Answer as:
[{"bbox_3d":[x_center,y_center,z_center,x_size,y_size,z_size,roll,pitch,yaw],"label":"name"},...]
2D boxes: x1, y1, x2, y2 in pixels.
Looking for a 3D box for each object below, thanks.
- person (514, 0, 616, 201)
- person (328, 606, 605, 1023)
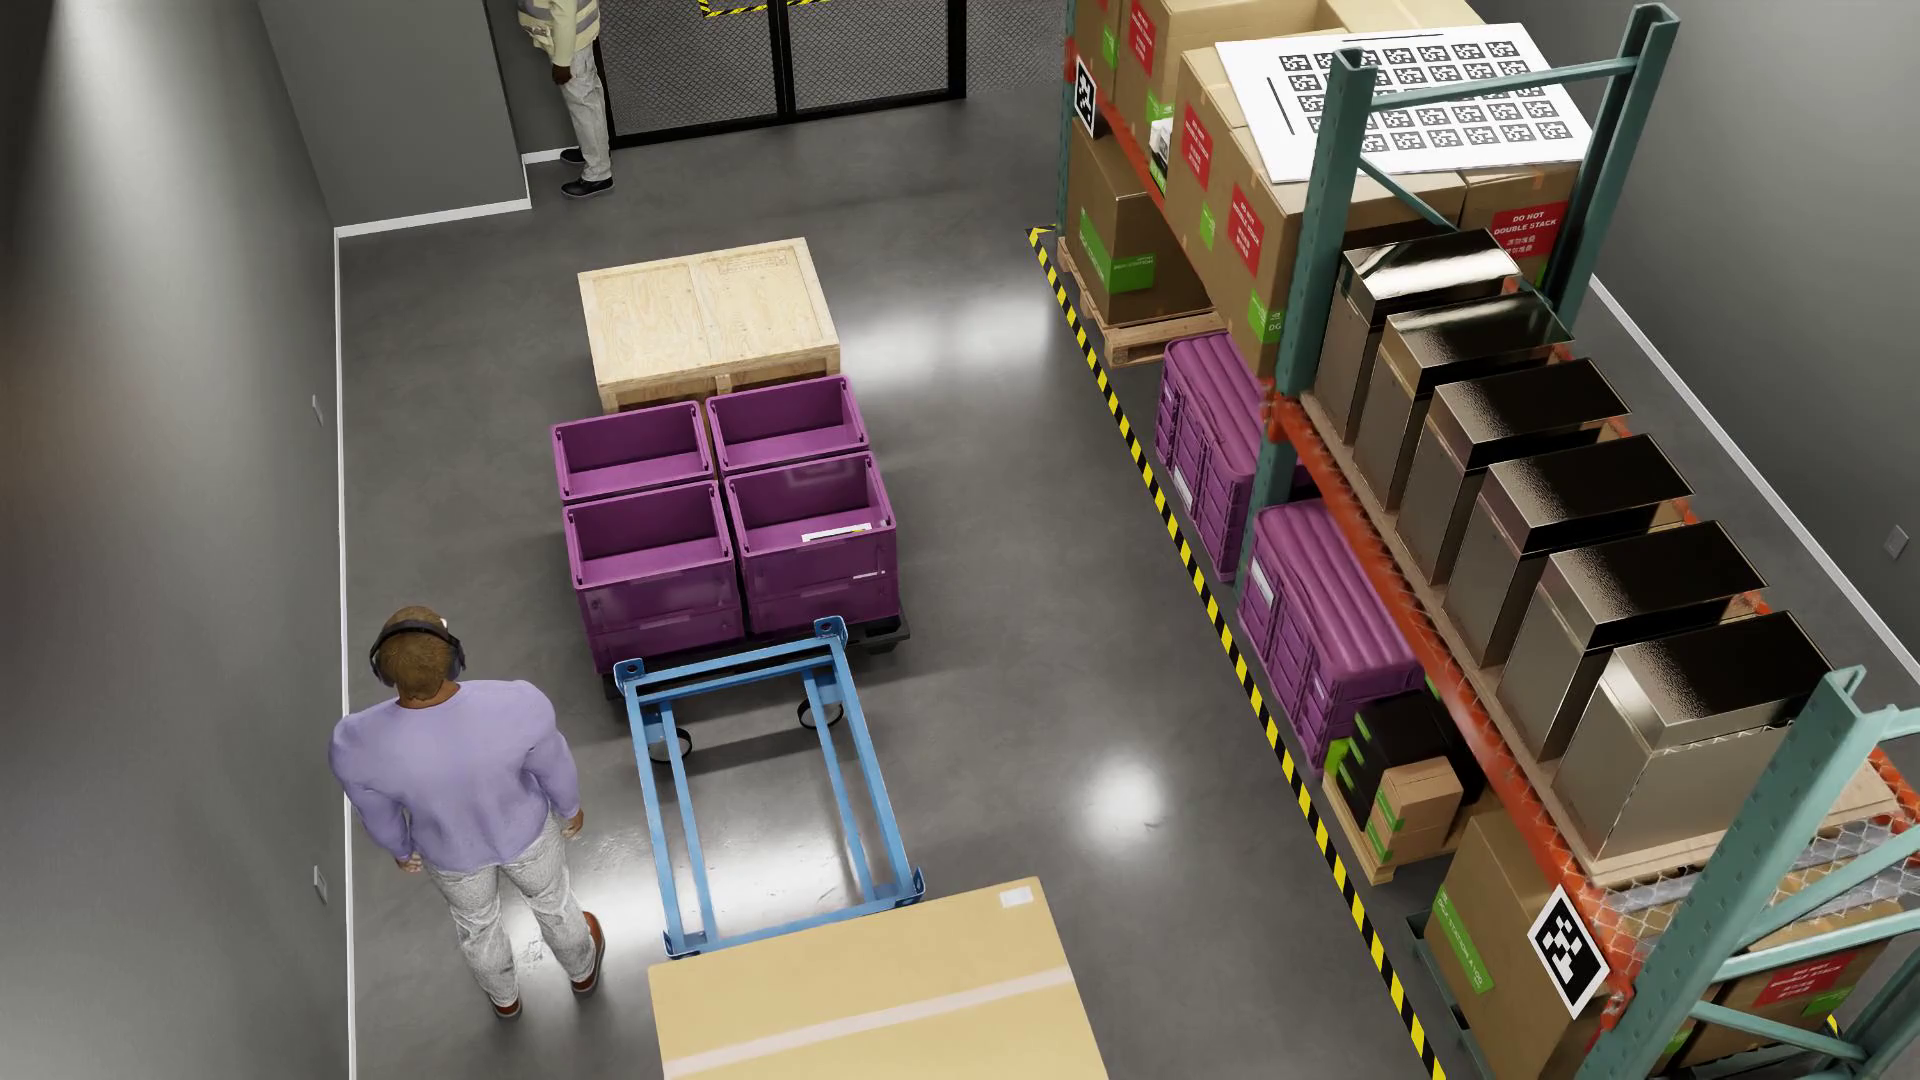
[{"bbox_3d":[-1.991,-2.565,8.313,0.404,1.833,0.588,-6,48,-5],"label":"person"},{"bbox_3d":[-1.459,0.874,5.084,0.631,1.940,0.372,-13,49,-12],"label":"person"}]
